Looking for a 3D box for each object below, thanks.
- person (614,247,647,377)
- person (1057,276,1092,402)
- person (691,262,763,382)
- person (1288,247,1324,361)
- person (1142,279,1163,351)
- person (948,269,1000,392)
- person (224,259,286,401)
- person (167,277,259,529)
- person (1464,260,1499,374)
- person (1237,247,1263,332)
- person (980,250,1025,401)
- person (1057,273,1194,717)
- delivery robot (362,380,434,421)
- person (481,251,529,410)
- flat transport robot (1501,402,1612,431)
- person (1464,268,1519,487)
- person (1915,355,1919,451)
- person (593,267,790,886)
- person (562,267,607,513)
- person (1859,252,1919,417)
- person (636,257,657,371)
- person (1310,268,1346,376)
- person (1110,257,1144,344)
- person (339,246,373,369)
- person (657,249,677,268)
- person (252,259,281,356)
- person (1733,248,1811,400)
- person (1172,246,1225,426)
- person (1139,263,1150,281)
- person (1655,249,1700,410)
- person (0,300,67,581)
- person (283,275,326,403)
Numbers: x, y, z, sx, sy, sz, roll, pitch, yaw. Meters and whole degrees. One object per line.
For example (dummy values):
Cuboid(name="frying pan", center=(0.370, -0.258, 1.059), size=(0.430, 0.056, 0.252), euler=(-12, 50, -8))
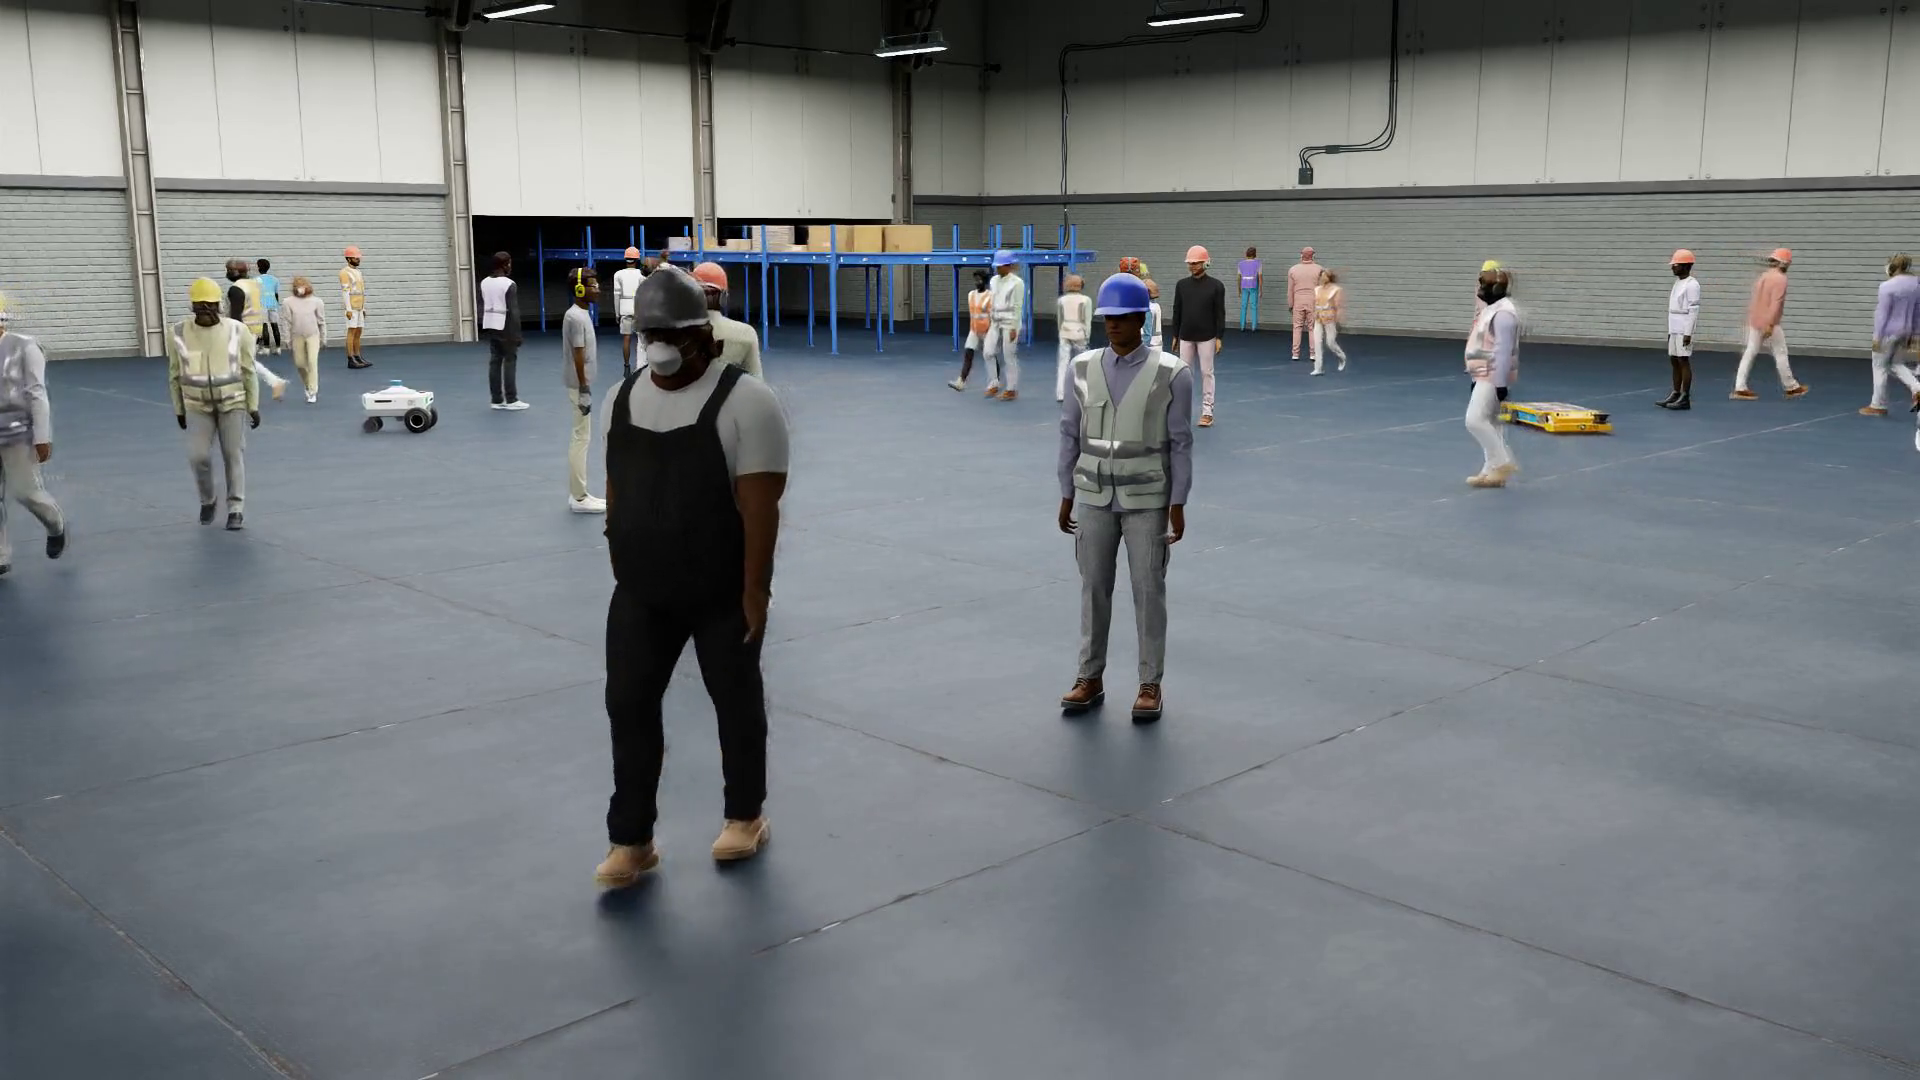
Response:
Cuboid(name="person", center=(-4.912, -3.430, 25.010), size=(0.552, 1.935, 0.365), euler=(-1, 10, -3))
Cuboid(name="person", center=(1.495, -2.580, 21.319), size=(0.536, 1.585, 0.861), euler=(6, 12, 31))
Cuboid(name="person", center=(-1.518, -0.743, 10.354), size=(0.637, 1.936, 0.992), euler=(0, 10, -2))
Cuboid(name="person", center=(5.882, -4.002, 28.202), size=(0.644, 1.913, 0.408), euler=(4, 11, 20))
Cuboid(name="person", center=(2.045, -2.004, 18.052), size=(0.311, 1.640, 0.513), euler=(3, 11, 17))
Cuboid(name="person", center=(0.246, -2.793, 22.299), size=(0.545, 1.645, 0.863), euler=(9, 14, 40))
Cuboid(name="person", center=(-8.878, -2.608, 20.845), size=(0.726, 1.825, 0.633), euler=(-1, 10, -3))
Cuboid(name="person", center=(-5.361, -0.977, 11.979), size=(0.600, 1.817, 0.425), euler=(-3, 11, -18))
Cuboid(name="person", center=(8.242, -3.464, 25.771), size=(0.852, 1.741, 0.526), euler=(-2, 11, -13))
Cuboid(name="person", center=(6.388, -5.518, 36.647), size=(0.567, 1.845, 0.386), euler=(5, 11, 23))
Cuboid(name="person", center=(0.529, -2.731, 21.251), size=(0.641, 1.915, 0.623), euler=(-10, 14, -43))
Cuboid(name="person", center=(0.715, -0.193, 7.335), size=(0.614, 1.947, 0.388), euler=(5, 11, 23))
Cuboid(name="delivery robot", center=(-6.121, -1.498, 18.113), size=(0.707, 0.478, 0.477), euler=(-1, 11, -7))
Cuboid(name="person", center=(-5.587, -2.555, 20.316), size=(0.602, 1.915, 0.408), euler=(7, 13, 35))
Cuboid(name="flat transport robot", center=(6.612, -1.383, 18.515), size=(0.652, 0.197, 1.431), euler=(-1, 10, -5))
Cuboid(name="person", center=(4.456, -1.356, 13.984), size=(0.432, 1.832, 0.622), euler=(2, 11, 11))
Cuboid(name="person", center=(9.253, -1.664, 15.613), size=(0.524, 1.855, 0.699), euler=(3, 11, 17))
Cuboid(name="person", center=(-0.918, 0.133, 5.419), size=(0.702, 2.000, 0.843), euler=(3, 11, 15))
Cuboid(name="person", center=(-2.898, -1.162, 12.831), size=(0.335, 1.873, 0.519), euler=(-3, 11, -14))
Cuboid(name="person", center=(10.900, -2.377, 19.318), size=(0.635, 1.920, 0.670), euler=(-5, 11, -25))
Cuboid(name="person", center=(-4.315, -3.118, 23.679), size=(0.882, 1.815, 0.630), euler=(-4, 11, -19))
Cuboid(name="person", center=(5.606, -3.320, 25.277), size=(0.608, 1.623, 0.520), euler=(-9, 13, -39))
Cuboid(name="person", center=(1.761, -2.029, 17.520), size=(0.344, 1.882, 0.585), euler=(-1, 10, -5))
Cuboid(name="person", center=(-9.688, -3.733, 26.664), size=(0.359, 1.938, 0.547), euler=(1, 10, 5))
Cuboid(name="person", center=(-5.665, -4.674, 32.062), size=(0.506, 1.842, 0.346), euler=(-2, 11, -11))
Cuboid(name="person", center=(-12.255, -4.110, 29.378), size=(0.316, 1.695, 0.542), euler=(5, 12, 27))
Cuboid(name="person", center=(10.501, -2.775, 21.429), size=(1.052, 1.933, 0.642), euler=(-1, 10, -6))
Cuboid(name="person", center=(2.639, -2.271, 18.533), size=(0.618, 1.993, 0.396), euler=(7, 12, 33))
Cuboid(name="person", center=(2.415, -2.995, 23.212), size=(0.525, 1.725, 0.495), euler=(-3, 11, -16))
Cuboid(name="person", center=(8.790, -2.573, 20.341), size=(0.371, 1.935, 0.551), euler=(0, 10, 1))
Cuboid(name="person", center=(-5.907, -0.671, 10.305), size=(0.595, 1.819, 0.639), euler=(0, 10, 0))
Cuboid(name="person", center=(-8.378, -2.591, 21.316), size=(0.504, 1.613, 0.680), euler=(-2, 11, -12))
